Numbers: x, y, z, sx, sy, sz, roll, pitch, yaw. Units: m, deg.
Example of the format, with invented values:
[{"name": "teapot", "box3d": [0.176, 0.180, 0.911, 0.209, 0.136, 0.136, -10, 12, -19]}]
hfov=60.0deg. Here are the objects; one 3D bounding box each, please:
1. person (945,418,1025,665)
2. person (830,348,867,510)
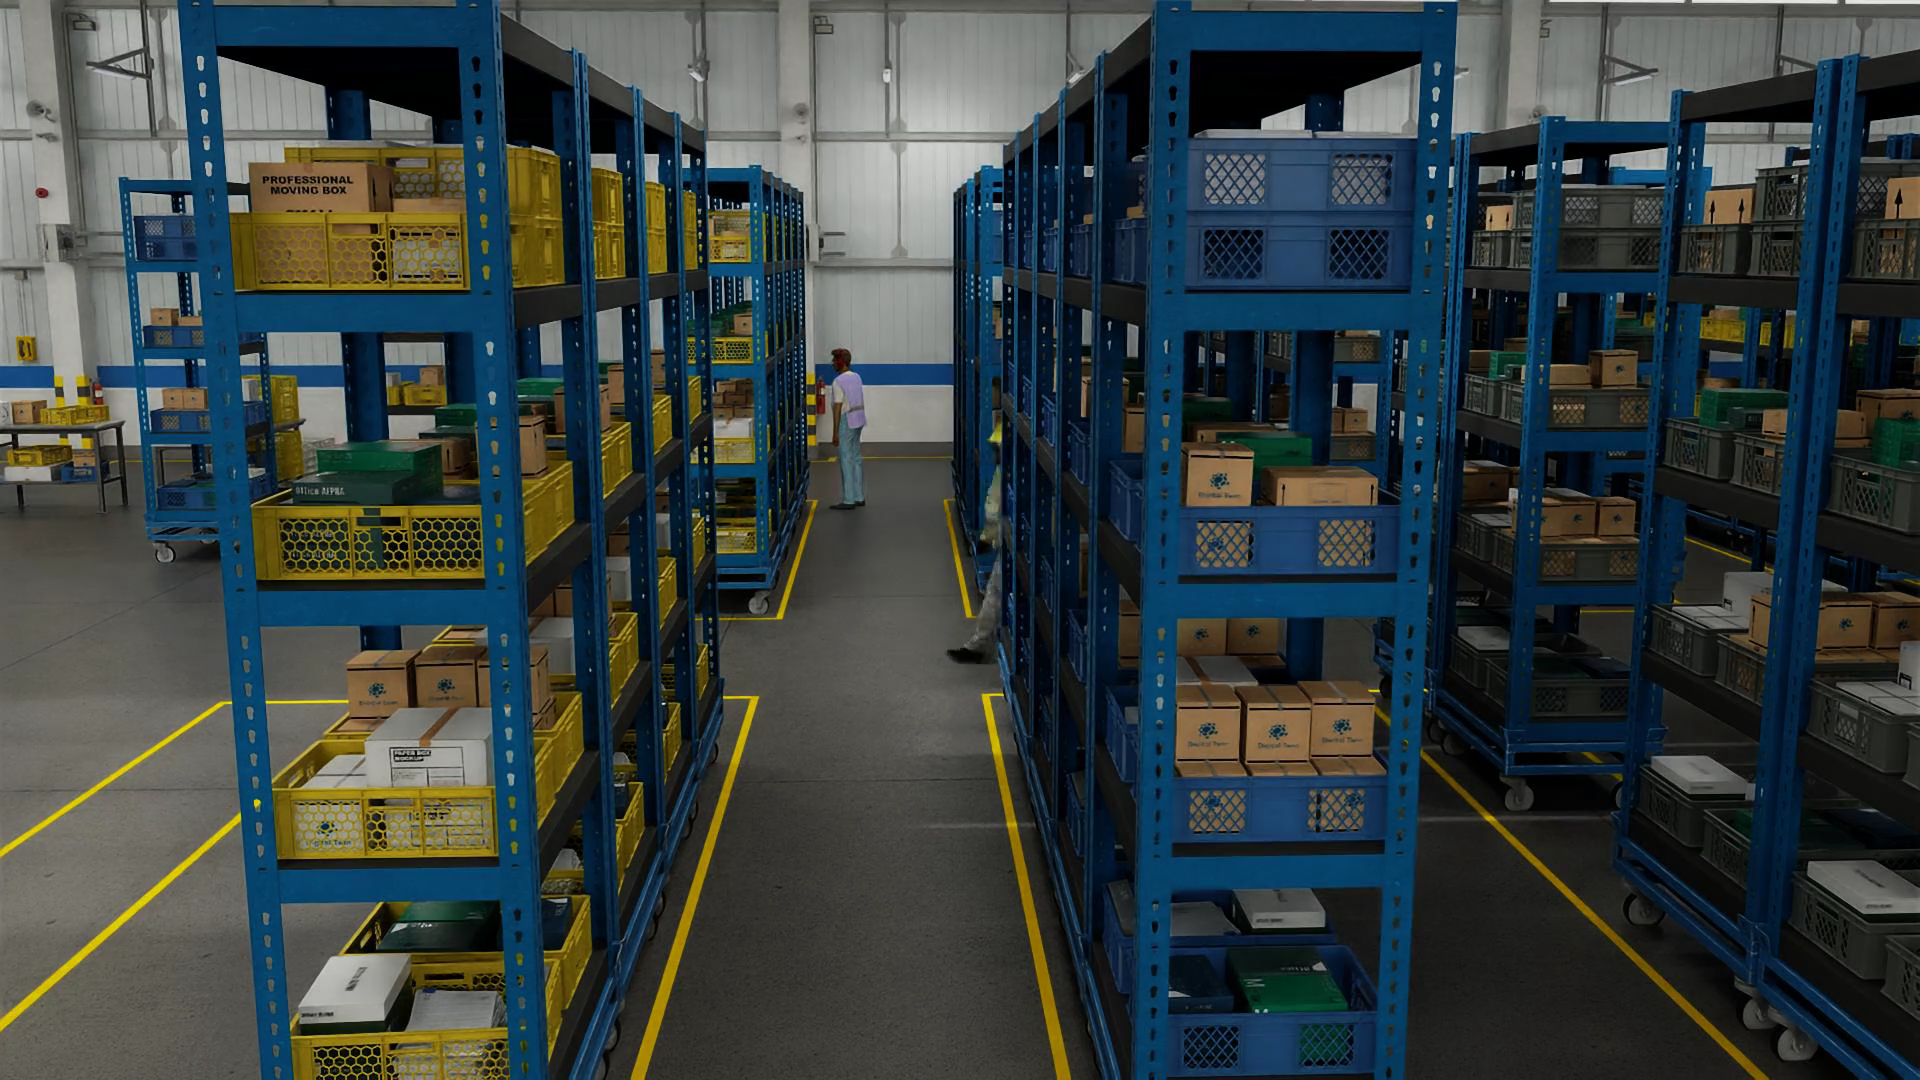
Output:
[{"name": "person", "box3d": [0.373, 0.000, 11.948, 0.946, 1.788, 0.589, -2, 10, -11]}, {"name": "person", "box3d": [-1.271, -1.263, 18.972, 0.392, 1.836, 0.561, 4, 11, 22]}]
